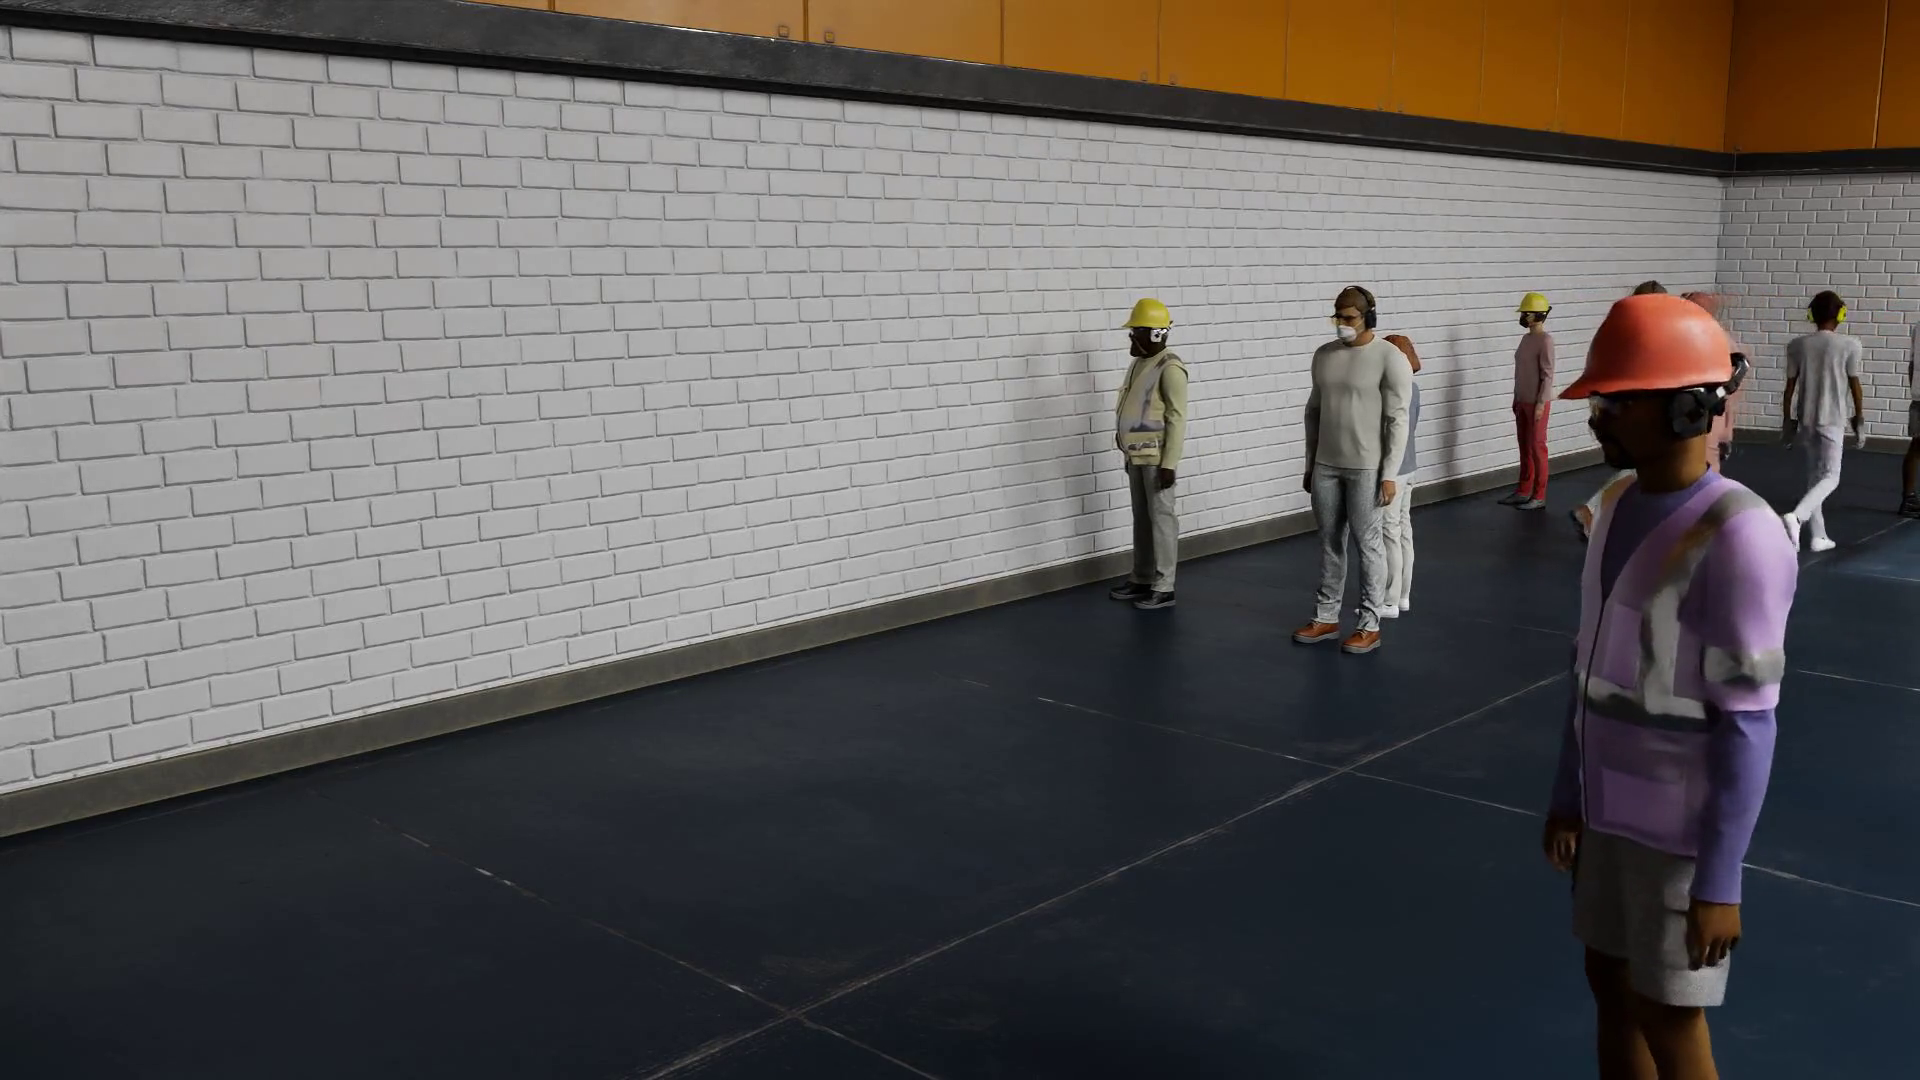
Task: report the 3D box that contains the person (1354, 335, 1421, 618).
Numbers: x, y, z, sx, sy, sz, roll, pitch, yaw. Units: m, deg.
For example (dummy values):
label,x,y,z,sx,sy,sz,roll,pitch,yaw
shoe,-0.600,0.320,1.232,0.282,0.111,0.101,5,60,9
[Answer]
label,x,y,z,sx,sy,sz,roll,pitch,yaw
person,2.493,-0.366,9.626,0.286,1.633,0.499,6,12,32

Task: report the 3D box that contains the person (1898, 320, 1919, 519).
label,x,y,z,sx,sy,sz,roll,pitch,yaw
person,7.686,-1.121,13.075,0.376,1.933,0.544,0,10,-1

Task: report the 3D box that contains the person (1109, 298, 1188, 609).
label,x,y,z,sx,sy,sz,roll,pitch,yaw
person,1.124,-0.510,9.874,0.404,1.834,0.592,-3,10,-17

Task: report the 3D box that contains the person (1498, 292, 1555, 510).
label,x,y,z,sx,sy,sz,roll,pitch,yaw
person,4.654,-1.129,13.588,0.315,1.770,0.524,-1,10,-5

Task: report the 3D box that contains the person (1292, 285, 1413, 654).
label,x,y,z,sx,sy,sz,roll,pitch,yaw
person,2.072,-0.373,8.810,0.373,1.935,0.627,-8,13,-39

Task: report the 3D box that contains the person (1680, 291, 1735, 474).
label,x,y,z,sx,sy,sz,roll,pitch,yaw
person,4.779,-0.706,10.972,1.022,1.838,0.642,9,13,42

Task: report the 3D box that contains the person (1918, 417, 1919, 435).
label,x,y,z,sx,sy,sz,roll,pitch,yaw
person,6.839,-0.673,11.382,0.520,1.620,0.550,7,12,33

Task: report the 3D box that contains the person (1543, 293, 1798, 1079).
label,x,y,z,sx,sy,sz,roll,pitch,yaw
person,1.363,0.536,3.328,0.395,2.040,0.632,-1,10,-5

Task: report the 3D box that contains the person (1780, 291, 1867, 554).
label,x,y,z,sx,sy,sz,roll,pitch,yaw
person,5.936,-0.798,11.521,0.765,1.837,0.547,-7,12,-36

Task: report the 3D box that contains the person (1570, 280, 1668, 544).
label,x,y,z,sx,sy,sz,roll,pitch,yaw
person,4.638,-0.862,11.669,0.726,1.907,0.653,-3,10,-14
